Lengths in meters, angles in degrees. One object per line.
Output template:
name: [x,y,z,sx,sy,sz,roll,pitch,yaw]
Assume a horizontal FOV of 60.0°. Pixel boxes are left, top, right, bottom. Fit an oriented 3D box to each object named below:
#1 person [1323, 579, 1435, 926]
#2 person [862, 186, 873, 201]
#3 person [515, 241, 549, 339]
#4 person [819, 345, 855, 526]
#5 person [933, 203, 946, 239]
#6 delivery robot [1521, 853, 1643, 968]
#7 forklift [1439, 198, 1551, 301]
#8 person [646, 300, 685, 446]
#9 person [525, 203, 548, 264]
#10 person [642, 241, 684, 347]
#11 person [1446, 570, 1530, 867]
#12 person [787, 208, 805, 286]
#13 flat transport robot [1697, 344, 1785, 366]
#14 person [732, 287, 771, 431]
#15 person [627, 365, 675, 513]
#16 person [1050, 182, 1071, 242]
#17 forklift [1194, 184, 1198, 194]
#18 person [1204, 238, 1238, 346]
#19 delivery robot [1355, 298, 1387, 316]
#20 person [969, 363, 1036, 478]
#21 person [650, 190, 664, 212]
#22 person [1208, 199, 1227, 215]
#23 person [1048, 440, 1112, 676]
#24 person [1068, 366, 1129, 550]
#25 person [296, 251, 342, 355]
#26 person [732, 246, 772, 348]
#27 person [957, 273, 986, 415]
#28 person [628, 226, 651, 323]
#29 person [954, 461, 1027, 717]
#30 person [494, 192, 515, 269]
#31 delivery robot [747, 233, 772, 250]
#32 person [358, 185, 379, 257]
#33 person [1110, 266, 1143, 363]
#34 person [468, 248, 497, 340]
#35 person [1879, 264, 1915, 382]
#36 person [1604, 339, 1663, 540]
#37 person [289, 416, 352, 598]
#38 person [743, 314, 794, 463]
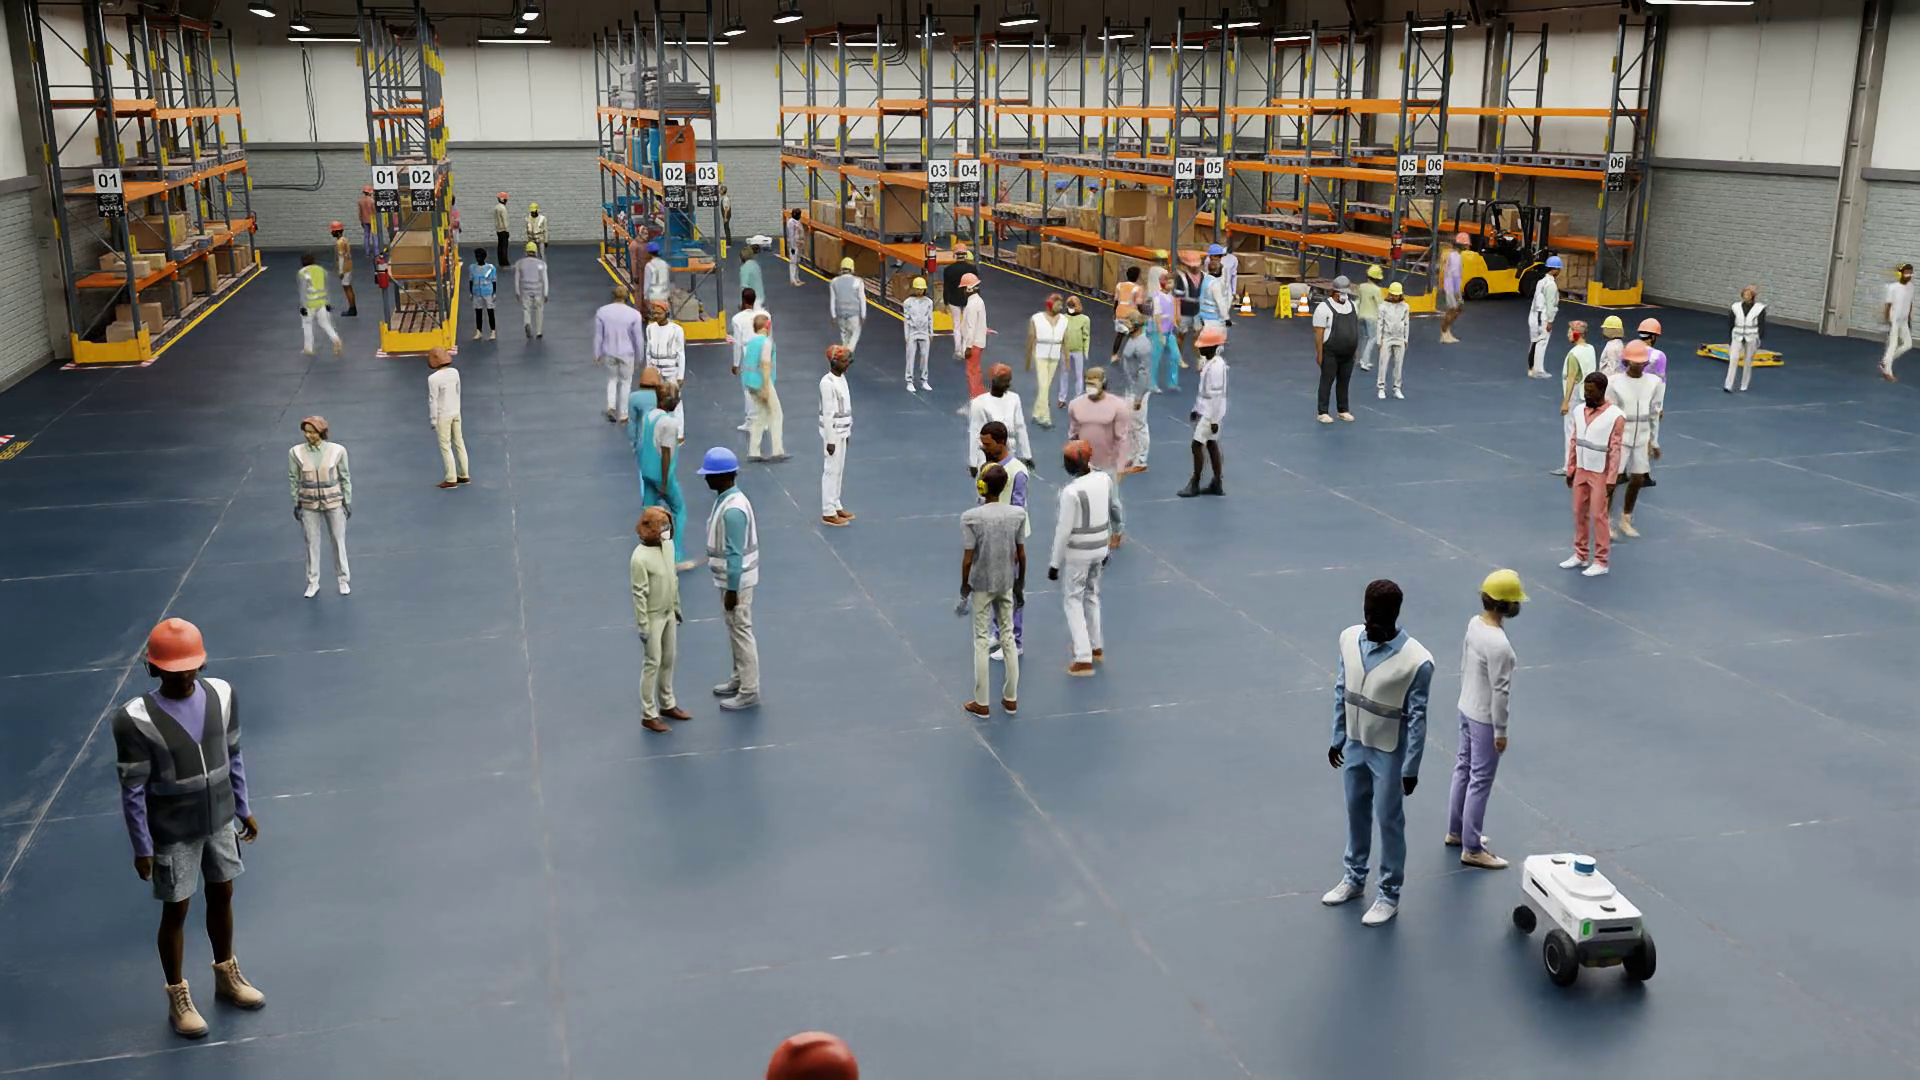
person: [2.259,1.120,8.978,0.397,1.911,0.587,-11,18,-35]
person: [-2.694,-9.539,49.194,0.502,1.859,0.338,12,19,38]
person: [-7.860,-4.572,30.567,0.598,1.820,0.559,-3,15,-10]
person: [-1.292,-1.097,17.365,0.337,1.882,0.585,3,15,10]
person: [-0.676,-10.380,52.800,0.503,1.628,0.279,7,17,25]
delivery robot: [3.199,1.865,8.575,0.477,0.478,0.707,-2,16,-8]
forklift: [11.913,-6.508,37.130,2.313,2.155,1.214,-4,15,-15]
person: [-3.762,-2.130,21.263,0.575,1.880,0.355,8,17,27]
person: [-10.601,-7.511,41.626,0.596,1.825,0.404,3,15,10]
person: [-5.306,-4.323,29.460,0.920,1.911,0.616,6,16,22]
person: [3.068,1.023,9.648,0.340,1.761,0.565,-1,15,-3]
person: [-3.889,-6.968,39.545,0.430,1.841,0.624,3,15,11]
flat transport robot: [13.216,-3.147,28.169,0.652,0.197,1.431,-3,15,-11]
person: [-2.775,-2.410,22.244,0.587,1.917,0.391,-12,19,-39]
person: [-3.263,-1.042,17.676,0.507,1.623,0.504,-3,15,-12]
person: [3.048,-9.943,50.652,1.010,1.896,0.633,-9,17,-31]
forklift: [7.392,-11.333,53.972,1.873,2.768,1.129,-4,15,-15]
person: [4.672,-4.444,29.855,0.635,1.937,0.352,-3,15,-11]
delivery robot: [8.274,-4.698,33.274,0.707,0.478,0.477,-4,16,-14]
person: [0.403,-0.795,16.257,0.592,1.858,0.635,-13,19,-40]
person: [-8.346,-8.763,46.157,0.595,1.916,0.398,13,20,40]
person: [7.827,-9.840,50.689,0.550,1.647,0.854,0,15,2]
person: [0.980,0.114,12.889,0.537,1.844,0.631,14,20,42]
person: [1.350,-0.758,16.071,0.633,1.908,0.926,6,16,21]
person: [-11.123,-4.083,28.759,0.806,1.812,0.627,8,17,29]
person: [-3.620,-4.150,28.906,0.892,1.867,0.650,3,15,11]
person: [0.168,-2.767,23.472,0.411,1.980,0.631,2,15,9]
person: [-6.317,-5.289,33.129,0.401,1.896,0.650,5,16,18]
person: [0.214,0.359,11.930,0.560,1.868,0.310,-6,16,-20]
person: [-11.920,-8.076,43.433,0.394,1.985,0.609,-11,18,-36]
delivery robot: [-5.808,-8.635,48.099,0.707,0.478,0.477,-12,19,-37]
person: [-16.531,-8.924,46.607,0.608,1.995,0.377,3,15,13]
person: [2.787,-3.726,27.683,0.652,1.667,0.425,13,19,40]
person: [-8.782,-4.525,30.631,0.531,1.692,0.320,1,15,3]
person: [14.780,-3.421,26.170,0.556,1.854,0.417,-5,16,-18]
person: [6.729,-1.003,16.717,0.615,2.042,0.396,-1,15,-2]
person: [-5.692,-0.303,14.854,0.515,1.636,0.315,-4,15,-13]
person: [-2.381,-1.856,20.389,0.645,1.790,0.660,-10,18,-33]
